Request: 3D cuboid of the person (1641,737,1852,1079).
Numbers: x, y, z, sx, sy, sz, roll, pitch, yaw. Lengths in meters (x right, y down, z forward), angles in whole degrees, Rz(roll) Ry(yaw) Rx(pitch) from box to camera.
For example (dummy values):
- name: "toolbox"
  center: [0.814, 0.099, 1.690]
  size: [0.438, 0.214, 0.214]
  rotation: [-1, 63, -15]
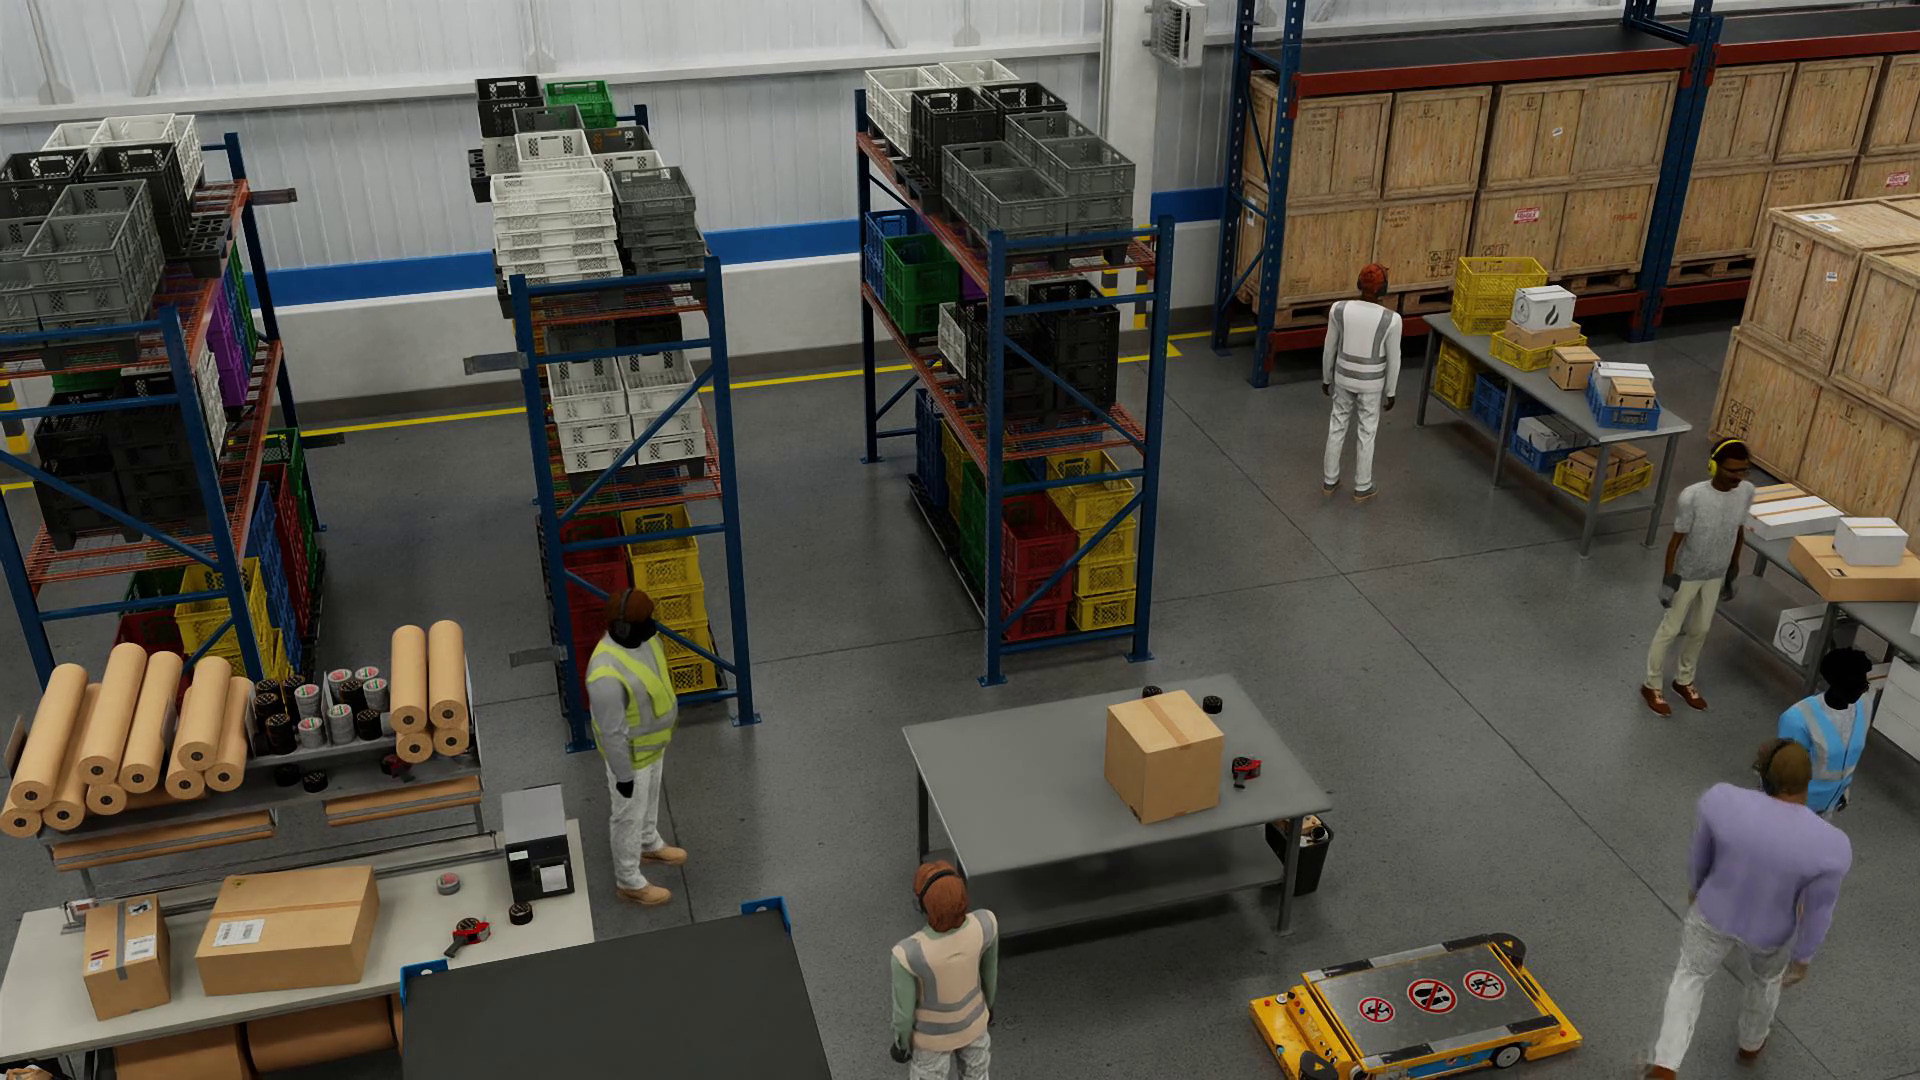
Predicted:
- name: "person"
  center: [3.502, 1.692, 7.383]
  size: [0.633, 1.890, 0.832]
  rotation: [18, 33, 29]

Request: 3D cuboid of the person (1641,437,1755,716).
- name: "person"
  center: [4.498, 0.222, 10.095]
  size: [0.514, 1.865, 0.329]
  rotation: [-6, 29, -11]

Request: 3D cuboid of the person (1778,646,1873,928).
- name: "person"
  center: [4.261, 1.267, 8.358]
  size: [0.532, 1.696, 0.319]
  rotation: [-11, 31, -19]

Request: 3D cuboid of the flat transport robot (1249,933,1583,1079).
- name: "flat transport robot"
  center: [2.184, 2.282, 7.980]
  size: [1.431, 0.197, 0.652]
  rotation: [-8, 30, -14]

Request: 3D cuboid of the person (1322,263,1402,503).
- name: "person"
  center: [3.036, -1.193, 12.641]
  size: [0.586, 1.882, 0.340]
  rotation: [17, 33, 28]

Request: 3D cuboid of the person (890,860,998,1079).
- name: "person"
  center: [-0.063, 2.046, 6.996]
  size: [0.514, 1.640, 0.315]
  rotation: [-17, 33, -28]

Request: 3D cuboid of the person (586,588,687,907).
- name: "person"
  center: [-1.662, 1.051, 8.615]
  size: [0.431, 1.835, 0.622]
  rotation: [4, 29, 7]
